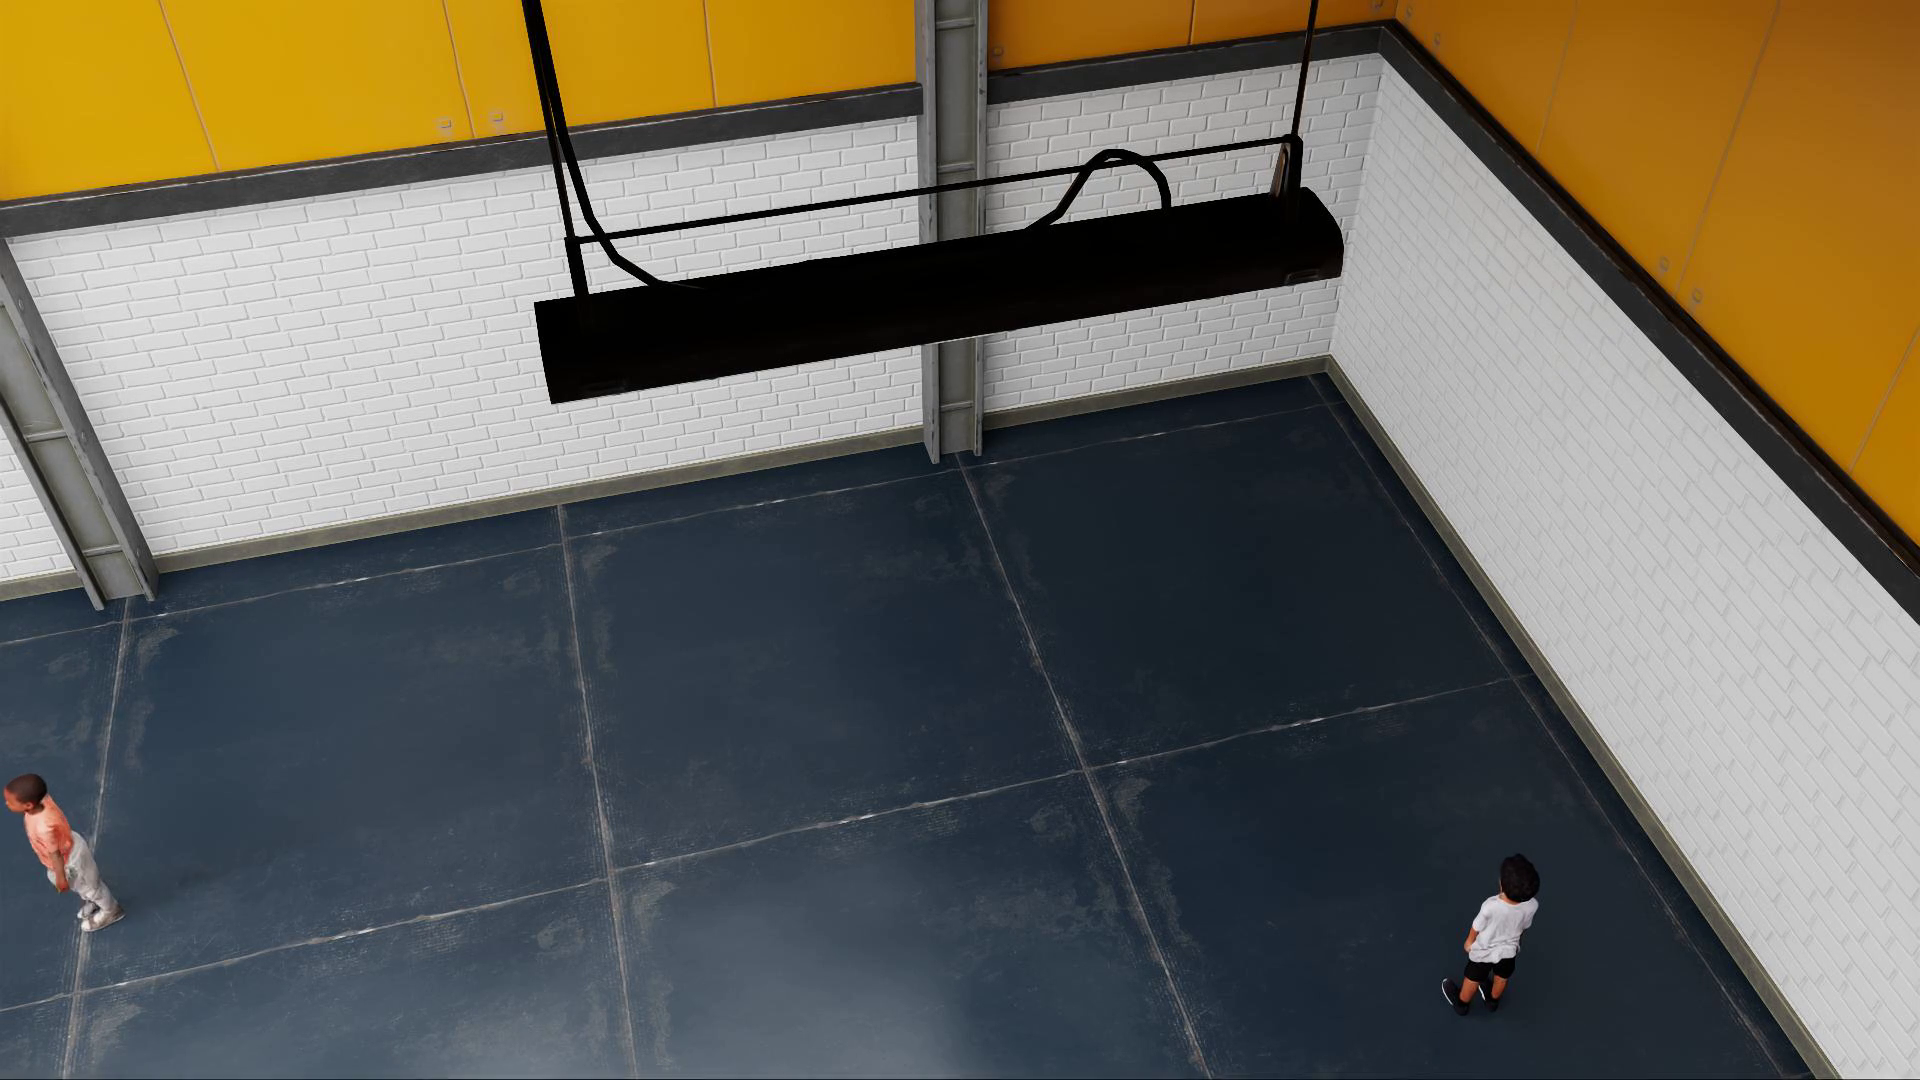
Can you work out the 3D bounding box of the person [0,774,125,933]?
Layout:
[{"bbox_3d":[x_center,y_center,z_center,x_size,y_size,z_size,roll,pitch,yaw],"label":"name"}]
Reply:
[{"bbox_3d":[-4.943,1.725,9.305,0.561,1.304,0.553,-22,48,-21],"label":"person"}]

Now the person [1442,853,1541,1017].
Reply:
[{"bbox_3d":[2.880,2.141,8.905,0.441,1.255,0.561,-5,44,-6],"label":"person"}]
